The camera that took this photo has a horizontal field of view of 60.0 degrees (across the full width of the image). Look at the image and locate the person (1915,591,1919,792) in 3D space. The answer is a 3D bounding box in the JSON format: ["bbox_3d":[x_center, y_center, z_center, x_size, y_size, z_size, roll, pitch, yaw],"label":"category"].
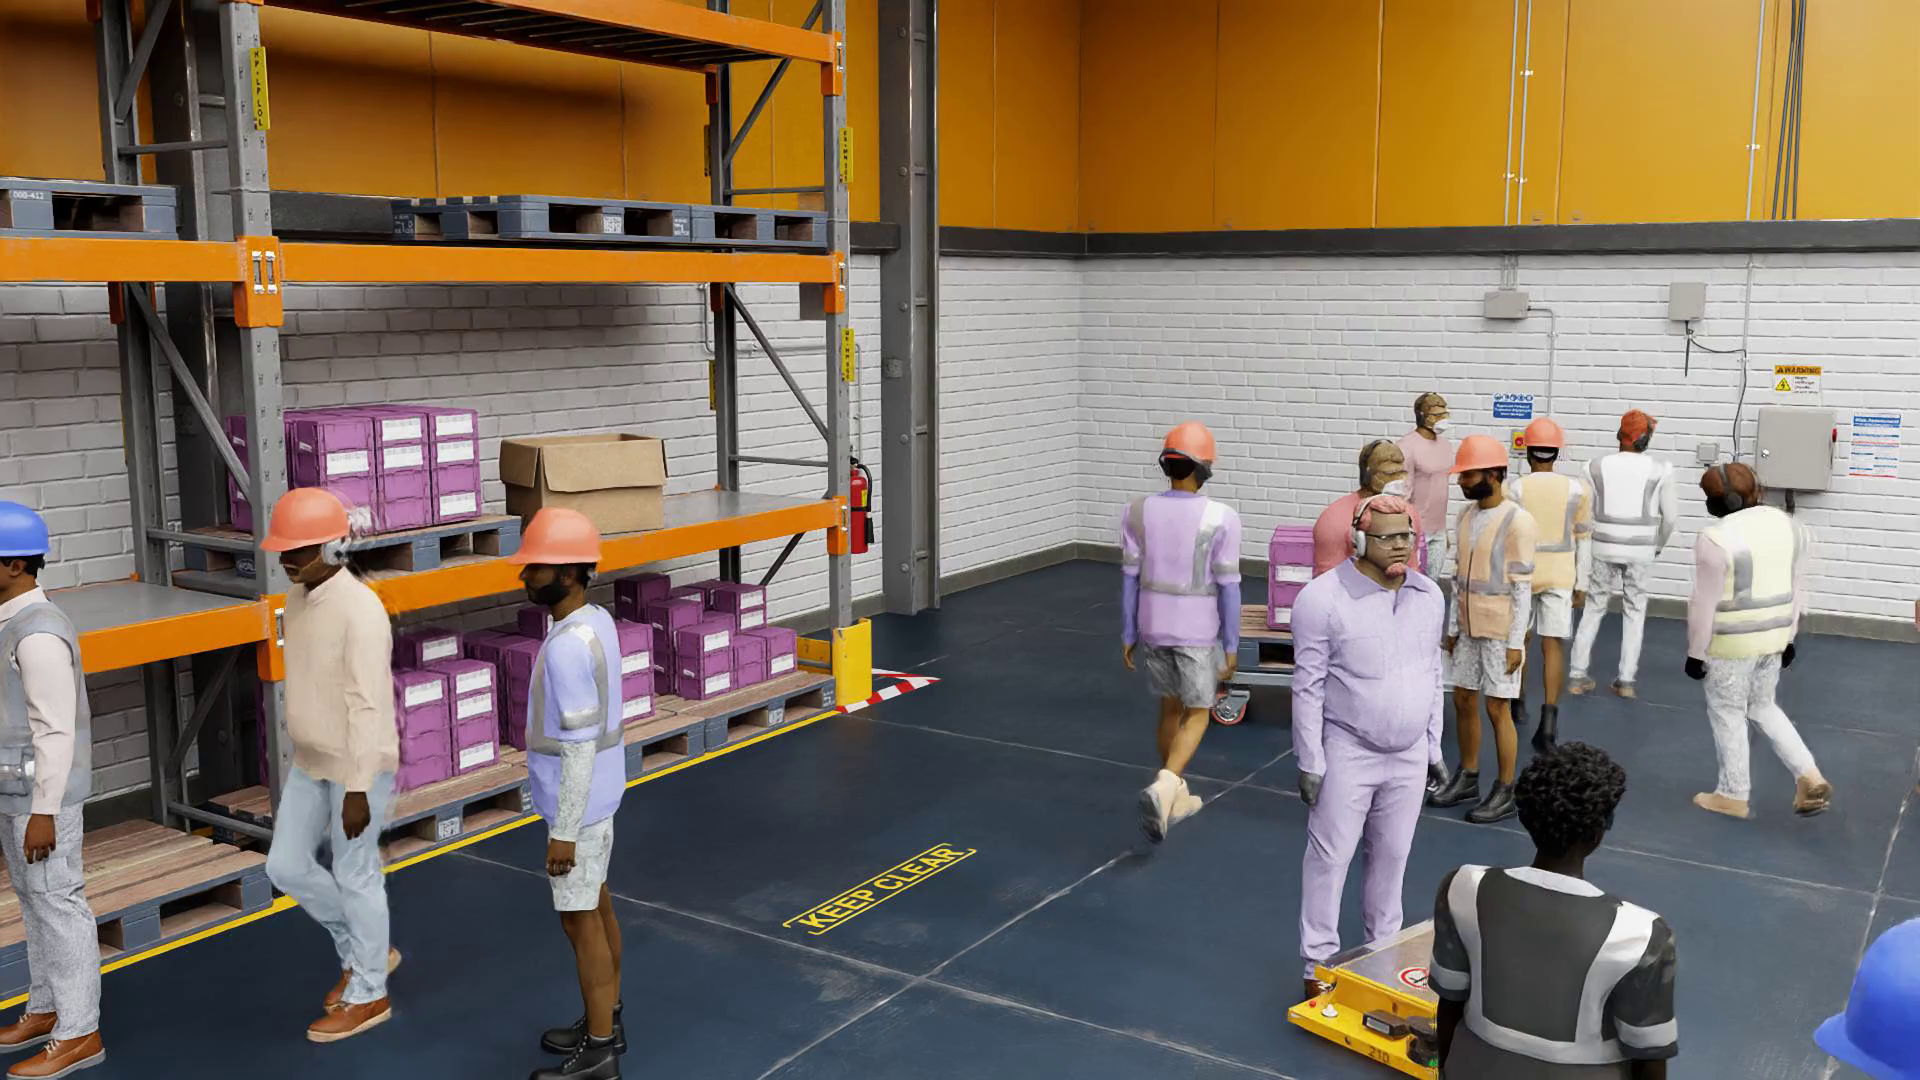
[{"bbox_3d":[5.032,0.428,8.258,0.653,1.949,0.543,-7,11,-38],"label":"person"}]

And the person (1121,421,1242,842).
[{"bbox_3d":[1.022,0.443,7.958,0.612,2.017,0.822,5,10,31],"label":"person"}]

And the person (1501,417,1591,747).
[{"bbox_3d":[3.389,0.235,9.717,0.540,1.903,0.979,2,9,15],"label":"person"}]

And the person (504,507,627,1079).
[{"bbox_3d":[-1.290,0.853,5.497,0.356,1.938,0.552,-1,9,-4],"label":"person"}]

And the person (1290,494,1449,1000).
[{"bbox_3d":[1.512,0.782,6.068,0.639,1.910,0.406,-3,9,-21],"label":"person"}]

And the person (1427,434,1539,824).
[{"bbox_3d":[2.602,0.439,8.260,0.393,1.927,0.555,-3,9,-21],"label":"person"}]

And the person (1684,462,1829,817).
[{"bbox_3d":[3.865,0.521,8.126,0.661,1.805,0.585,-4,9,-23],"label":"person"}]

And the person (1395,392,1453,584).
[{"bbox_3d":[3.136,-0.041,11.314,0.635,1.937,0.352,-8,12,-43],"label":"person"}]

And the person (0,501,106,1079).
[{"bbox_3d":[-3.125,0.832,5.601,0.380,1.950,0.605,-8,12,-41],"label":"person"}]

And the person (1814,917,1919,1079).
[{"bbox_3d":[1.258,1.405,2.020,0.727,1.931,0.400,-2,9,-12],"label":"person"}]

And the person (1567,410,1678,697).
[{"bbox_3d":[4.298,0.088,10.749,0.599,1.859,0.514,5,10,31],"label":"person"}]

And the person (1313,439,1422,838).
[{"bbox_3d":[1.965,0.472,8.024,0.628,1.931,0.378,-5,10,-28],"label":"person"}]

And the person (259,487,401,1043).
[{"bbox_3d":[-2.195,0.788,5.833,0.633,1.975,0.434,7,11,39],"label":"person"}]

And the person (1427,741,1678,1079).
[{"bbox_3d":[1.275,1.267,3.635,0.534,1.687,0.318,7,11,37],"label":"person"}]
